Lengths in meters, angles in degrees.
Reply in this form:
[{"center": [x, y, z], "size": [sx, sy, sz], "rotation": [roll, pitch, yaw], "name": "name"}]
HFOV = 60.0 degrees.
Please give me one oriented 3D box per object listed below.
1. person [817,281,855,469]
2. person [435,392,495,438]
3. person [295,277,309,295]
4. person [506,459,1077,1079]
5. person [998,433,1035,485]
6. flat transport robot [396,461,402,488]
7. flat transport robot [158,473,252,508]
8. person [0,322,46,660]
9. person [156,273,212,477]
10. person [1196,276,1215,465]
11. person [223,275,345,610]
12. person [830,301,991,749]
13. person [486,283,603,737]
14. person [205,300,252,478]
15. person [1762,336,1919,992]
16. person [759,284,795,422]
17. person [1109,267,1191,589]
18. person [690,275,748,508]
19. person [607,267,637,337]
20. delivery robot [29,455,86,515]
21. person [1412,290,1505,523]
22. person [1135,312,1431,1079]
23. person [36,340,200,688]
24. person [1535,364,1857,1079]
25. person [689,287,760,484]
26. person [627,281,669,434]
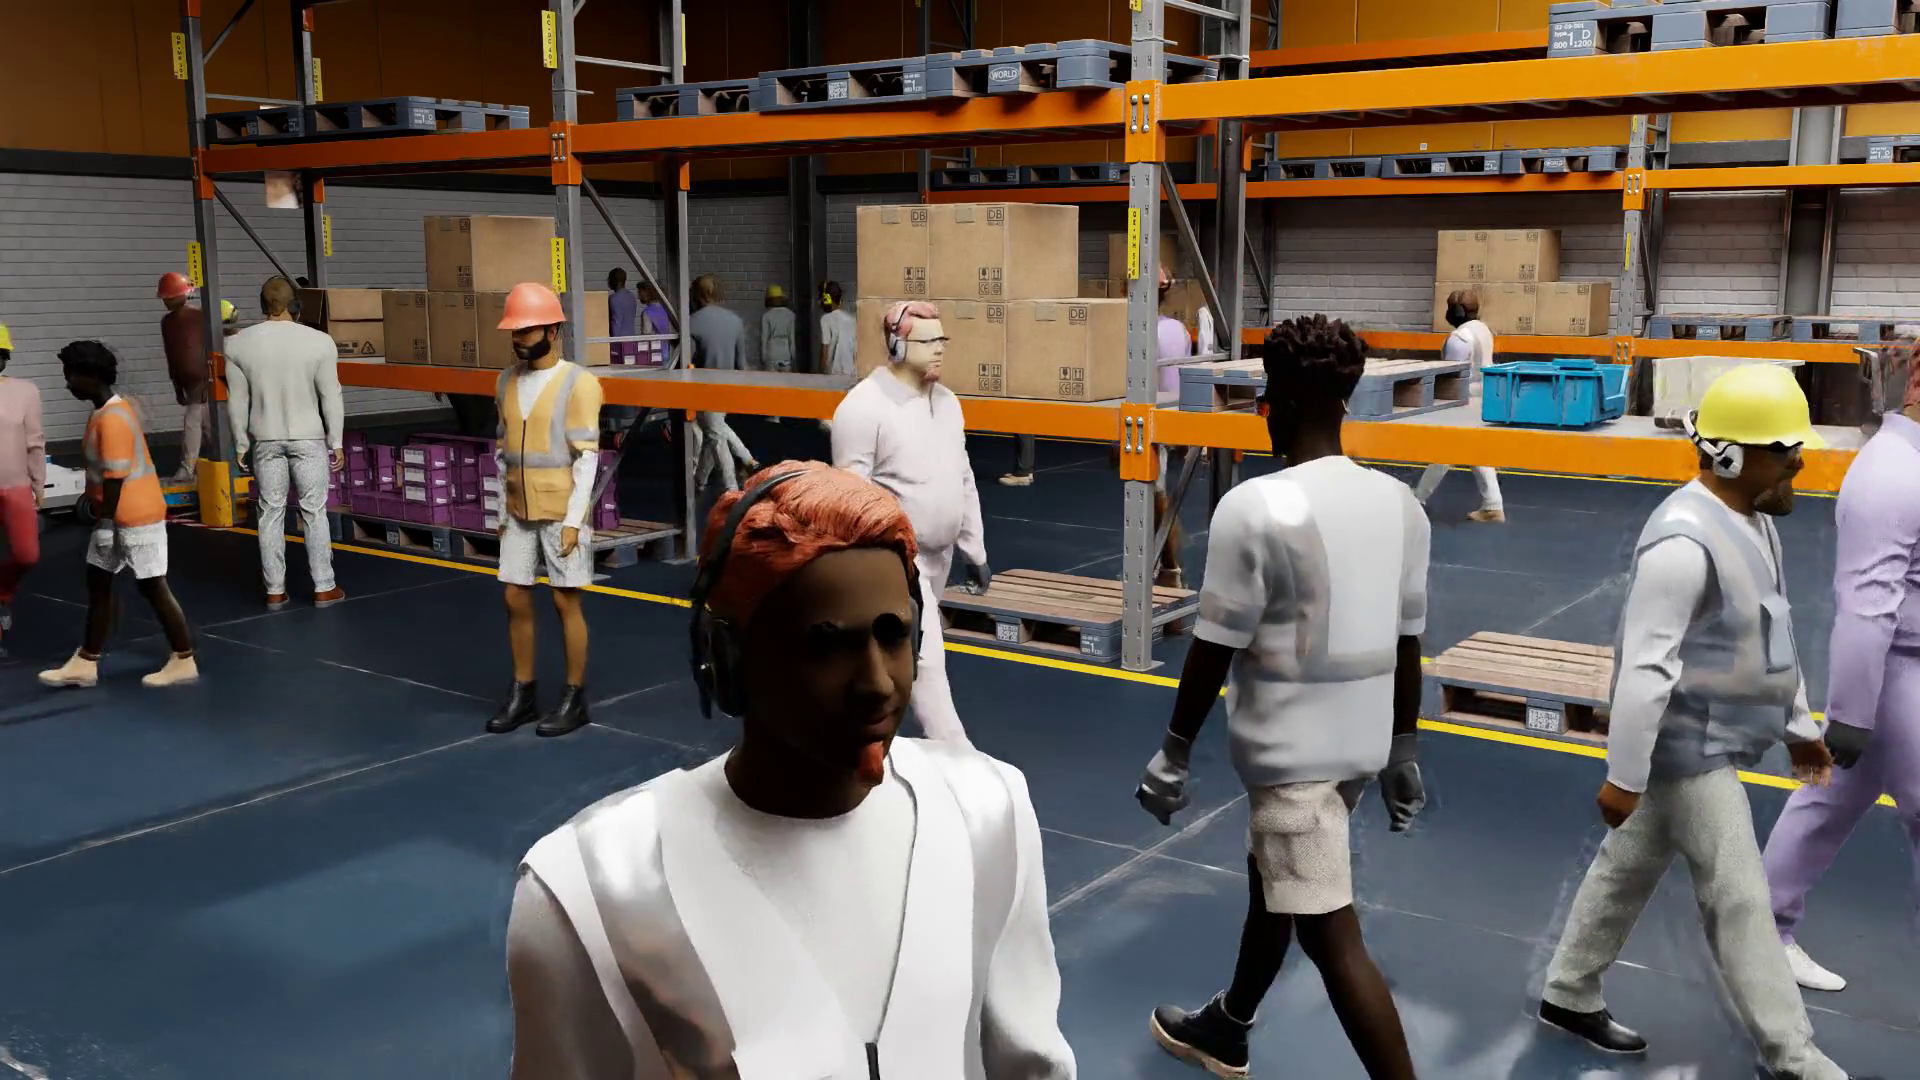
[{"center": [-1.085, -1.441, 15.203], "size": [0.579, 1.843, 0.565], "rotation": [6, 11, 31], "name": "person"}, {"center": [-4.474, -1.513, 15.052], "size": [0.923, 2.000, 0.686], "rotation": [8, 12, 39], "name": "person"}, {"center": [-6.356, -1.620, 16.197], "size": [0.316, 1.870, 0.532], "rotation": [8, 12, 40], "name": "person"}, {"center": [-0.098, 0.842, 1.641], "size": [0.602, 1.826, 0.968], "rotation": [-7, 12, -37], "name": "person"}, {"center": [0.528, -1.413, 15.035], "size": [0.342, 1.846, 0.508], "rotation": [2, 10, 13], "name": "person"}, {"center": [-5.330, -0.537, 14.500], "size": [1.431, 0.197, 0.652], "rotation": [-7, 12, -36], "name": "flat transport robot"}, {"center": [-6.431, -0.379, 13.555], "size": [1.431, 0.197, 0.652], "rotation": [-8, 13, -40], "name": "flat transport robot"}, {"center": [-4.970, -0.271, 8.537], "size": [0.545, 1.753, 0.519], "rotation": [9, 13, 42], "name": "person"}, {"center": [-6.735, -1.365, 14.573], "size": [0.629, 1.913, 1.004], "rotation": [5, 11, 28], "name": "person"}, {"center": [2.559, -1.686, 16.555], "size": [0.355, 1.882, 0.573], "rotation": [8, 12, 38], "name": "person"}, {"center": [-3.905, -0.558, 9.672], "size": [0.633, 1.936, 0.355], "rotation": [-2, 10, -9], "name": "person"}, {"center": [-0.078, 0.078, 6.073], "size": [0.932, 1.863, 0.674], "rotation": [6, 11, 33], "name": "person"}, {"center": [-1.784, -0.121, 7.090], "size": [0.557, 1.931, 0.406], "rotation": [5, 11, 25], "name": "person"}, {"center": [-5.712, -1.056, 13.277], "size": [0.560, 1.720, 0.417], "rotation": [-6, 11, -33], "name": "person"}, {"center": [2.554, 0.374, 4.349], "size": [0.991, 1.853, 0.661], "rotation": [7, 12, 36], "name": "person"}, {"center": [-2.280, -2.321, 20.788], "size": [0.504, 1.725, 0.417], "rotation": [-7, 12, -36], "name": "person"}, {"center": [1.085, -0.650, 9.953], "size": [0.706, 2.019, 0.631], "rotation": [7, 12, 36], "name": "person"}, {"center": [-2.125, -1.214, 13.692], "size": [0.992, 1.892, 0.660], "rotation": [8, 12, 38], "name": "person"}, {"center": [-4.259, -2.444, 20.897], "size": [0.358, 1.938, 0.636], "rotation": [2, 10, 10], "name": "person"}, {"center": [-6.897, -0.397, 12.542], "size": [0.477, 0.478, 0.707], "rotation": [5, 11, 30], "name": "delivery robot"}, {"center": [3.847, -1.040, 12.963], "size": [0.979, 1.790, 0.651], "rotation": [6, 11, 33], "name": "person"}, {"center": [0.788, 0.456, 3.731], "size": [0.621, 1.918, 1.019], "rotation": [-8, 12, -40], "name": "person"}, {"center": [-3.974, -0.092, 7.704], "size": [0.780, 1.652, 0.556], "rotation": [-6, 11, -31], "name": "person"}, {"center": [1.832, 0.475, 3.974], "size": [0.914, 1.778, 0.600], "rotation": [6, 11, 33], "name": "person"}, {"center": [-2.216, -1.402, 15.152], "size": [0.777, 1.804, 0.643], "rotation": [-3, 10, -16], "name": "person"}, {"center": [-3.554, -2.062, 19.036], "size": [0.906, 1.793, 0.610], "rotation": [2, 10, 10], "name": "person"}]
